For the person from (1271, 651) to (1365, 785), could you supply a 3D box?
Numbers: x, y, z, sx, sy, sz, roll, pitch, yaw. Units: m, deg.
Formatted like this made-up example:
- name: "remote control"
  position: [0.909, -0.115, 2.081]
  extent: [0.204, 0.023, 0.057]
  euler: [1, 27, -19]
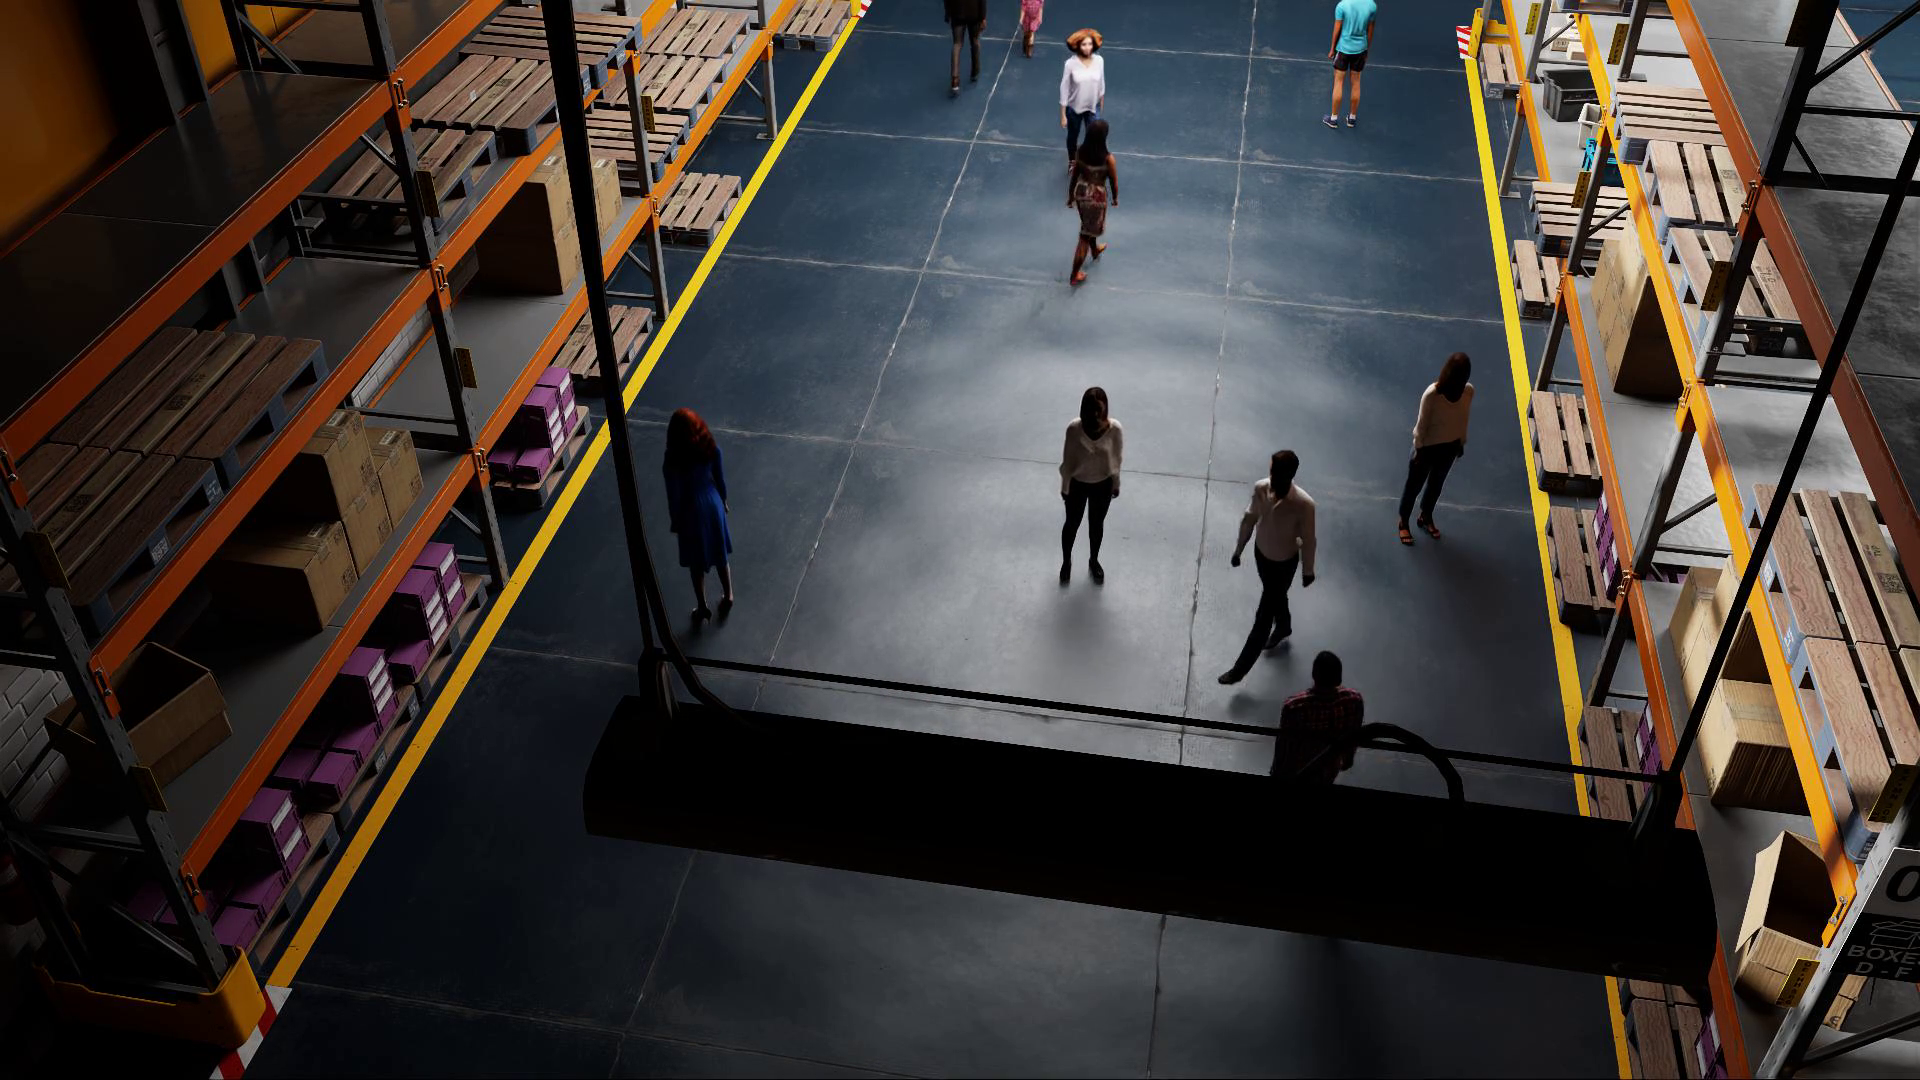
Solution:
- name: "person"
  position: [2.139, 1.387, 10.072]
  extent: [0.918, 1.739, 1.121]
  euler: [-7, 39, -9]

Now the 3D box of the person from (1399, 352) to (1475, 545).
- name: "person"
  position: [3.658, -0.732, 12.772]
  extent: [0.694, 1.680, 0.690]
  euler: [-10, 40, -13]

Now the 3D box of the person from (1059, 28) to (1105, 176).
- name: "person"
  position: [1.282, -4.628, 17.655]
  extent: [0.867, 1.676, 1.144]
  euler: [-5, 39, -6]

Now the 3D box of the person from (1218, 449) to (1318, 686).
- name: "person"
  position: [2.261, 0.105, 11.598]
  extent: [1.267, 1.837, 1.139]
  euler: [-31, 48, -33]

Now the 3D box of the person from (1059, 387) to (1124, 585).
- name: "person"
  position: [0.959, -0.415, 12.366]
  extent: [0.657, 1.691, 0.615]
  euler: [-1, 39, -1]

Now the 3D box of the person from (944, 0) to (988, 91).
- name: "person"
  position: [0.046, -6.107, 19.433]
  extent: [0.674, 1.768, 1.067]
  euler: [6, 39, 7]

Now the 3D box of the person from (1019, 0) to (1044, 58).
- name: "person"
  position: [0.872, -6.482, 20.506]
  extent: [0.495, 1.013, 0.519]
  euler: [-4, 39, -6]

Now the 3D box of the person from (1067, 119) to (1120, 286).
- name: "person"
  position: [1.204, -3.195, 15.907]
  extent: [0.914, 1.617, 1.087]
  euler: [24, 45, 27]

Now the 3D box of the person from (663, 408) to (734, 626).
- name: "person"
  position: [-1.869, -0.156, 11.933]
  extent: [0.717, 1.827, 0.769]
  euler: [-21, 43, -25]

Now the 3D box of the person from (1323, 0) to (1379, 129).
- name: "person"
  position: [4.395, -5.496, 18.660]
  extent: [0.661, 1.776, 0.602]
  euler: [-3, 39, -3]
